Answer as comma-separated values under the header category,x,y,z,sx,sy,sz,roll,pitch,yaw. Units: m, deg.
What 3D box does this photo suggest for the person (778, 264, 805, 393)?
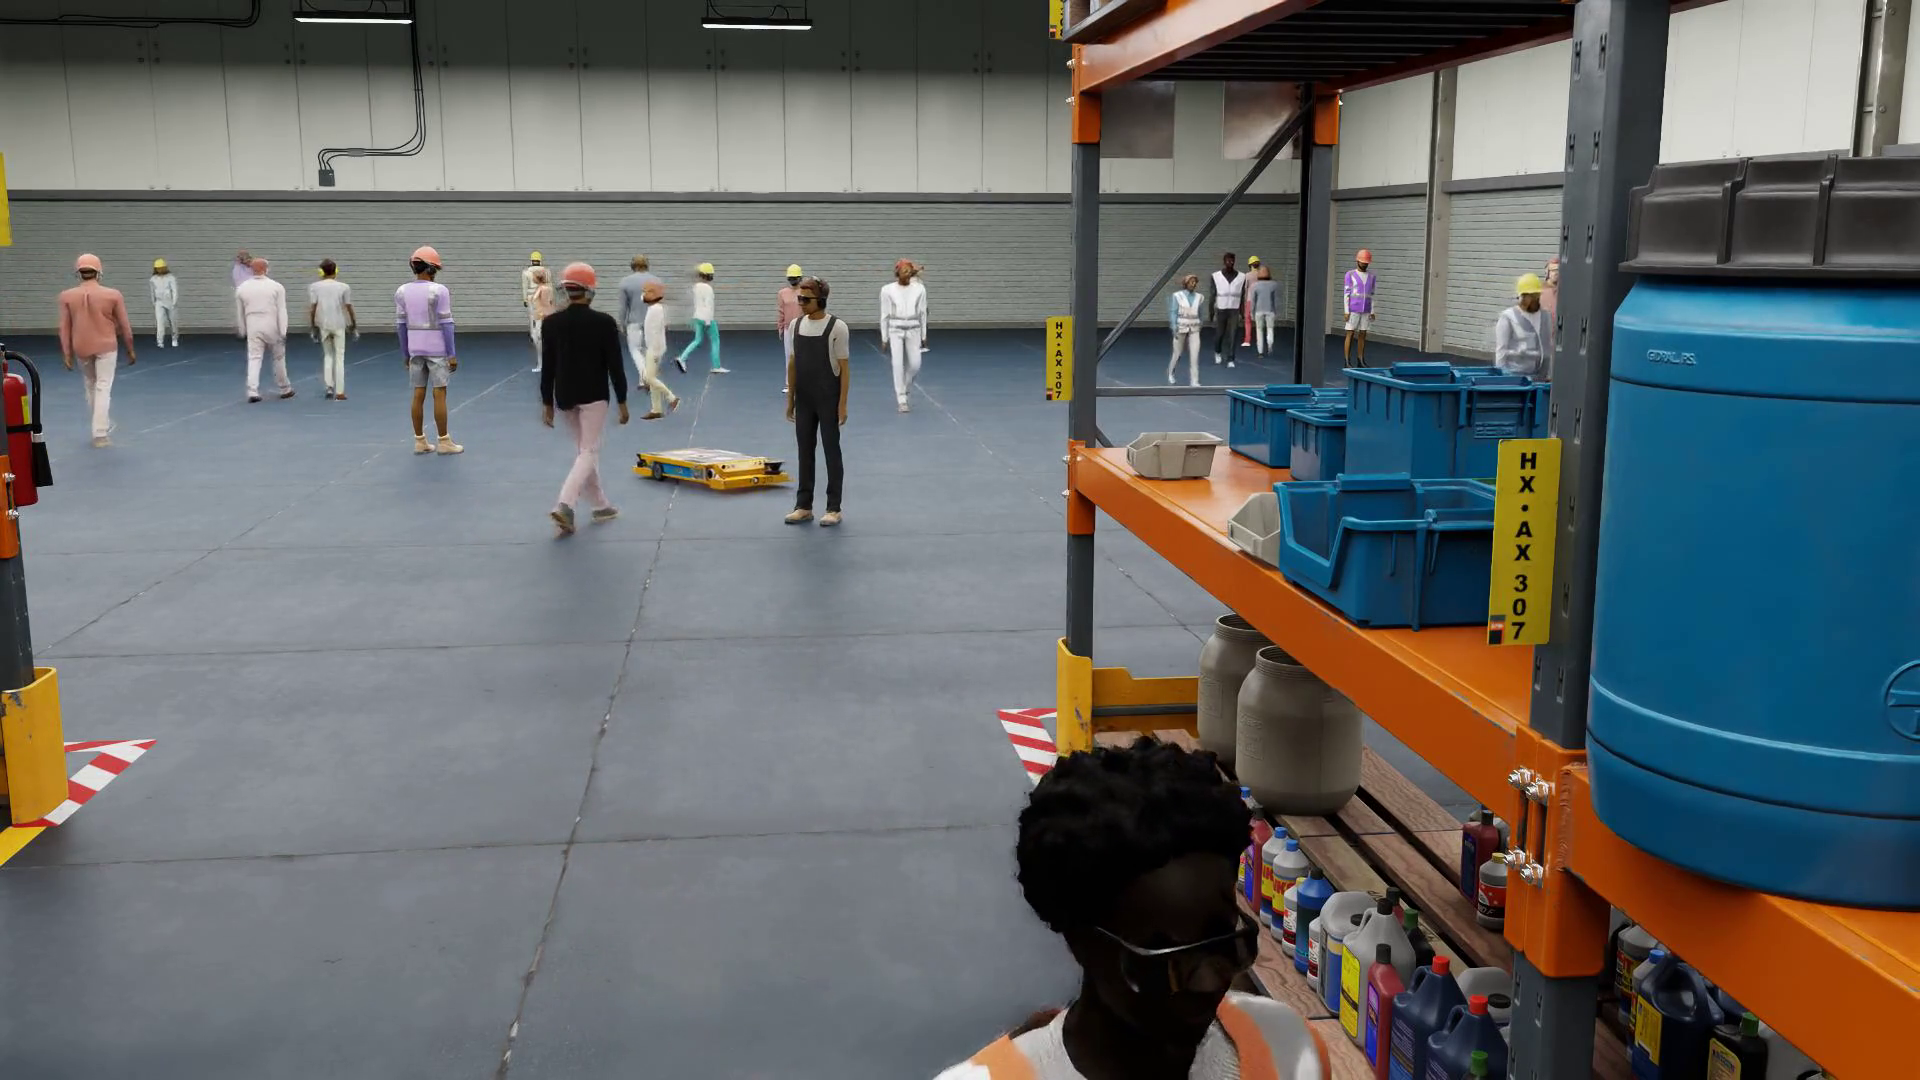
category,x,y,z,sx,sy,sz,roll,pitch,yaw
person,-2.238,-2.880,22.745,0.524,1.761,0.329,2,11,13

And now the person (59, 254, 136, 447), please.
category,x,y,z,sx,sy,sz,roll,pitch,yaw
person,-8.879,-1.963,17.183,0.628,1.940,0.996,-1,10,-7

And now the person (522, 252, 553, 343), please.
category,x,y,z,sx,sy,sz,roll,pitch,yaw
person,-8.463,-4.855,33.361,0.586,1.833,0.403,-3,11,-14

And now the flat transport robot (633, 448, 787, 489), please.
category,x,y,z,sx,sy,sz,roll,pitch,yaw
flat transport robot,-2.202,-0.640,14.534,0.652,0.197,1.431,-9,14,-42

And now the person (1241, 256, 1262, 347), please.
category,x,y,z,sx,sy,sz,roll,pitch,yaw
person,5.712,-4.646,32.432,0.526,1.758,0.345,-4,11,-21

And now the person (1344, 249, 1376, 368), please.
category,x,y,z,sx,sy,sz,roll,pitch,yaw
person,6.430,-3.691,26.720,0.542,1.928,0.378,-3,11,-15

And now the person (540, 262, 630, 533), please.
category,x,y,z,sx,sy,sz,roll,pitch,yaw
person,-2.770,-1.044,12.142,0.620,1.964,0.975,4,11,19

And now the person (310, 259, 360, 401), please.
category,x,y,z,sx,sy,sz,roll,pitch,yaw
person,-8.160,-2.745,21.750,0.564,1.846,0.473,-1,10,-6

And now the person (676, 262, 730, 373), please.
category,x,y,z,sx,sy,sz,roll,pitch,yaw
person,-4.036,-3.458,25.956,0.792,1.736,0.523,-8,13,-37

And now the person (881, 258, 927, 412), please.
category,x,y,z,sx,sy,sz,roll,pitch,yaw
person,-0.690,-2.504,20.353,0.587,1.870,0.443,-3,11,-14

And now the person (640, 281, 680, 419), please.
category,x,y,z,sx,sy,sz,roll,pitch,yaw
person,-3.554,-2.199,19.380,0.398,1.617,0.517,-4,11,-19

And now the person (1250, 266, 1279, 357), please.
category,x,y,z,sx,sy,sz,roll,pitch,yaw
person,5.391,-4.039,29.444,0.529,1.618,0.403,0,10,2

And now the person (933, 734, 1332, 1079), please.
category,x,y,z,sx,sy,sz,roll,pitch,yaw
person,0.160,1.006,1.627,0.551,1.694,0.344,-6,12,-30

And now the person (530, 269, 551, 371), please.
category,x,y,z,sx,sy,sz,roll,pitch,yaw
person,-6.622,-3.476,26.363,0.412,1.627,0.520,-4,11,-22

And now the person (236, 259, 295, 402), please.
category,x,y,z,sx,sy,sz,roll,pitch,yaw
person,-9.078,-2.729,21.706,0.656,1.855,0.988,-1,10,-4

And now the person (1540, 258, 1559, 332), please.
category,x,y,z,sx,sy,sz,roll,pitch,yaw
person,6.903,-2.339,19.435,0.646,1.877,0.788,3,11,18

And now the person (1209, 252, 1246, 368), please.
category,x,y,z,sx,sy,sz,roll,pitch,yaw
person,4.405,-3.803,27.451,0.592,1.891,0.753,0,10,0

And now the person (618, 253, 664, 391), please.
category,x,y,z,sx,sy,sz,roll,pitch,yaw
person,-4.328,-2.953,22.703,0.627,1.920,0.829,-5,12,-26

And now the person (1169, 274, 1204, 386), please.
category,x,y,z,sx,sy,sz,roll,pitch,yaw
person,3.234,-3.005,23.814,0.515,1.612,0.705,-2,11,-12

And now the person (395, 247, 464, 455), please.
category,x,y,z,sx,sy,sz,roll,pitch,yaw
person,-5.193,-1.842,16.293,0.605,2.034,0.393,3,11,18

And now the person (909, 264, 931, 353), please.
category,x,y,z,sx,sy,sz,roll,pitch,yaw
person,-0.711,-4.236,30.513,0.633,1.617,0.545,5,11,26

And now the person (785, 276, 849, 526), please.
category,x,y,z,sx,sy,sz,roll,pitch,yaw
person,-1.060,-1.023,12.333,0.505,1.841,0.347,5,11,25

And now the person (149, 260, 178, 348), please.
category,x,y,z,sx,sy,sz,roll,pitch,yaw
person,-15.401,-4.574,32.204,0.493,1.693,0.938,-3,11,-14

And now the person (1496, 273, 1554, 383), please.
category,x,y,z,sx,sy,sz,roll,pitch,yaw
person,5.147,-1.539,15.241,0.595,1.808,0.613,-4,11,-21

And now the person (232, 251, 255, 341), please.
category,x,y,z,sx,sy,sz,roll,pitch,yaw
person,-14.469,-4.952,33.883,0.854,1.843,0.694,6,12,29
